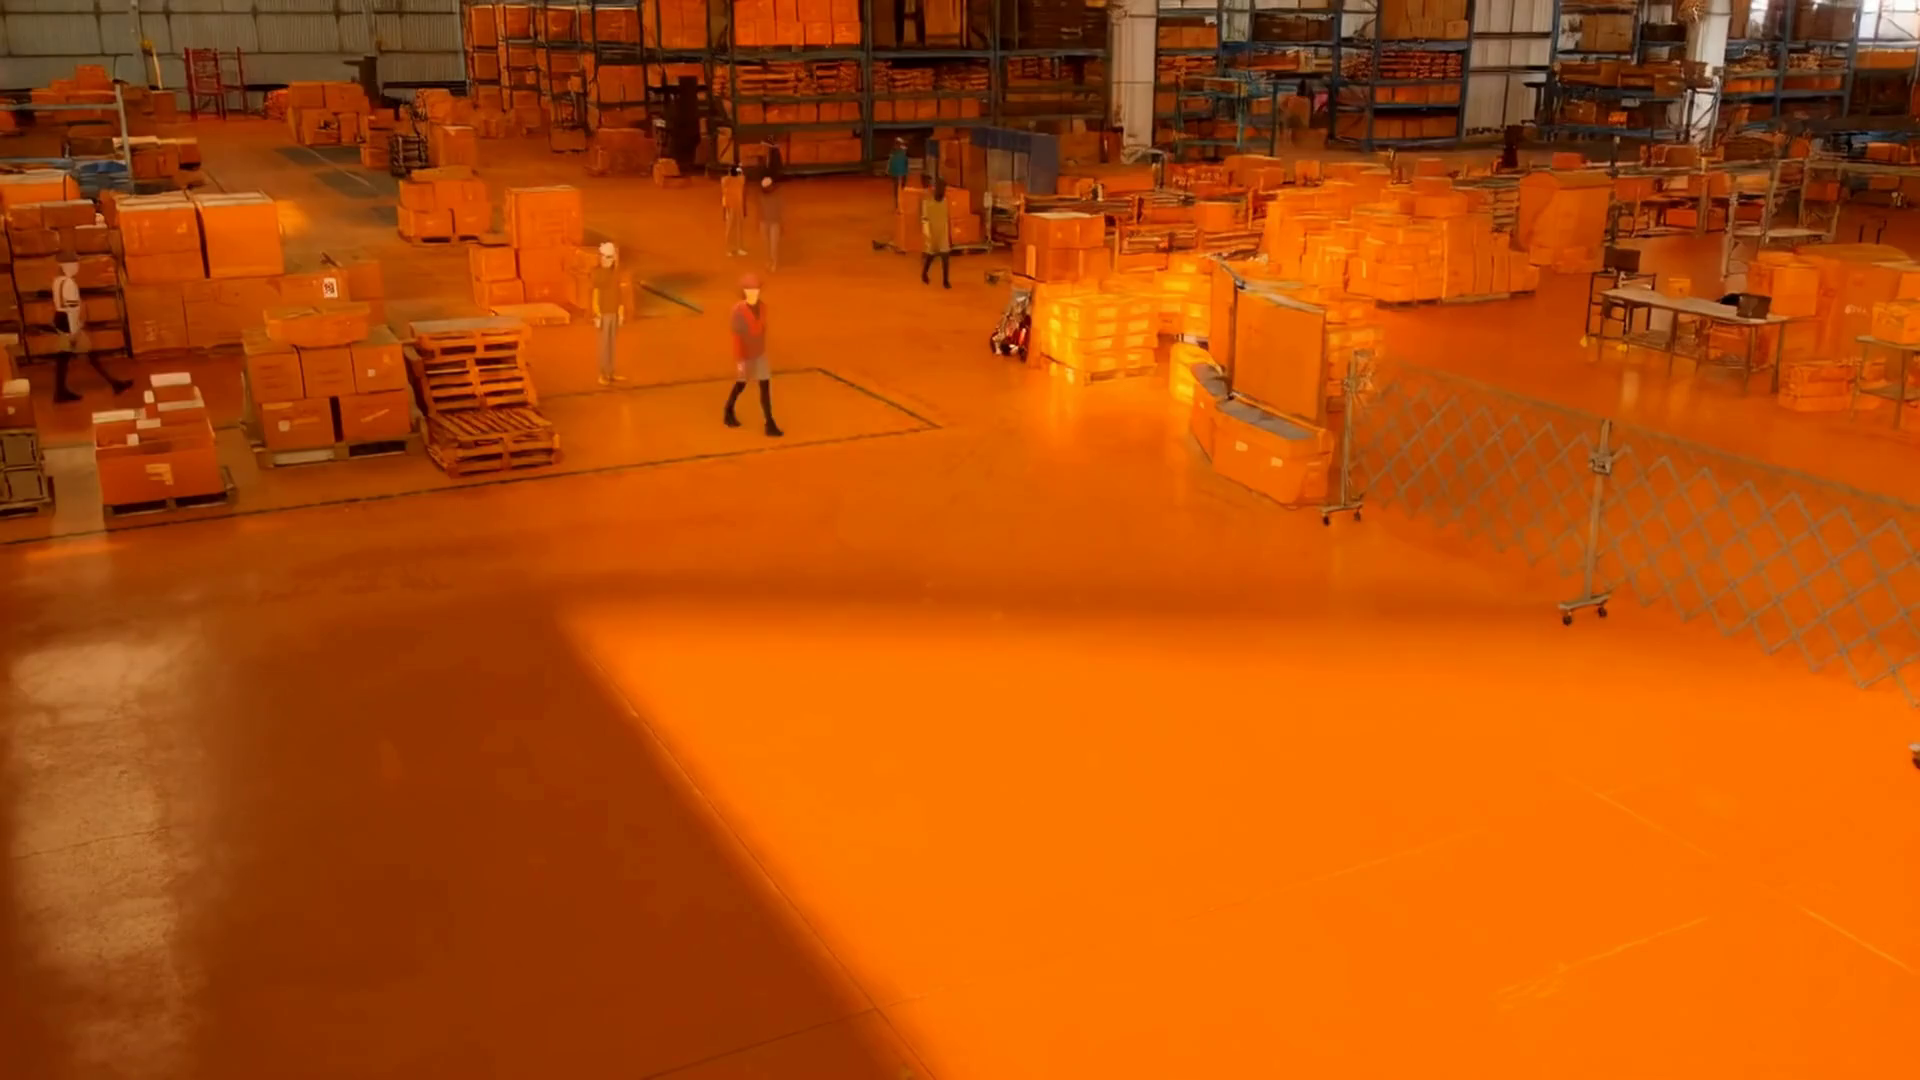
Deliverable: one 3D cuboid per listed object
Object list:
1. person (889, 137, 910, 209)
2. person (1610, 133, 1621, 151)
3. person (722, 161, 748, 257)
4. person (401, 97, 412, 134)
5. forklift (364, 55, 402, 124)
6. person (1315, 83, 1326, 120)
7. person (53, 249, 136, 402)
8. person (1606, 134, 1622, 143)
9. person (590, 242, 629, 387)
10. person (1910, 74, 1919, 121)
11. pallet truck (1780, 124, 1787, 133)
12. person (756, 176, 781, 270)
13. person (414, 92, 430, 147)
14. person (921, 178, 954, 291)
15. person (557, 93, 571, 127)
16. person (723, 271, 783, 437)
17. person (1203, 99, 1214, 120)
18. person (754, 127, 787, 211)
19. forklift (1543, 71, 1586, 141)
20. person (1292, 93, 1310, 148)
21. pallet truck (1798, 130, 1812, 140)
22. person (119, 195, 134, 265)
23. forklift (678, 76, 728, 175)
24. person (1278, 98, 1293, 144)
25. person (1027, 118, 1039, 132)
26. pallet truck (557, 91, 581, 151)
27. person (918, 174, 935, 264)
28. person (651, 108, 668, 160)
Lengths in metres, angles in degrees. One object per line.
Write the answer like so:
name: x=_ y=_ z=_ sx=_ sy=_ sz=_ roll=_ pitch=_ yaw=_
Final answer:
person: x=-1.501 y=-8.926 z=40.505 sx=0.539 sy=1.748 sz=0.534 roll=5 pitch=19 yaw=16
person: x=21.903 y=-13.790 z=55.521 sx=0.600 sy=1.827 sz=0.404 roll=-3 pitch=18 yaw=-9
person: x=-4.444 y=-6.549 z=32.892 sx=0.514 sy=1.865 sz=0.329 roll=-9 pitch=20 yaw=-25
person: x=-19.989 y=-15.159 z=60.112 sx=0.315 sy=1.629 sz=0.509 roll=-10 pitch=20 yaw=-29
forklift: x=-24.456 y=-18.761 z=69.323 sx=1.873 sy=2.768 sz=1.129 roll=-9 pitch=20 yaw=-26
person: x=14.585 y=-17.533 z=67.201 sx=0.429 sy=1.815 sz=0.601 roll=-6 pitch=19 yaw=-17
person: x=-10.990 y=-2.697 z=20.833 sx=0.962 sy=1.888 sz=0.573 roll=-14 pitch=22 yaw=-37
person: x=22.950 y=-14.540 z=58.140 sx=0.853 sy=1.655 sz=0.536 roll=-11 pitch=21 yaw=-30
person: x=-4.562 y=-2.938 z=21.641 sx=0.327 sy=1.862 sz=0.519 roll=9 pitch=20 yaw=26
person: x=41.386 y=-19.121 z=71.873 sx=0.609 sy=1.995 sz=0.376 roll=6 pitch=19 yaw=18
pallet truck: x=25.206 y=-12.542 z=52.601 sx=1.601 sy=1.201 sz=0.680 roll=0 pitch=18 yaw=-2
person: x=-3.574 y=-5.922 z=31.122 sx=0.531 sy=1.754 sz=0.385 roll=4 pitch=18 yaw=12
person: x=-18.913 y=-14.775 z=58.470 sx=0.593 sy=1.909 sz=0.384 roll=11 pitch=21 yaw=30
person: x=-0.413 y=-5.356 z=29.055 sx=0.616 sy=1.940 sz=0.822 roll=-7 pitch=19 yaw=-21
person: x=-14.540 y=-15.494 z=60.920 sx=0.690 sy=1.776 sz=0.935 roll=8 pitch=19 yaw=22
person: x=-2.460 y=-2.175 z=19.222 sx=0.559 sy=1.894 sz=0.985 roll=-17 pitch=24 yaw=-42
person: x=9.113 y=-15.399 z=60.444 sx=0.664 sy=1.883 sz=0.669 roll=11 pitch=21 yaw=30
person: x=-4.641 y=-9.005 z=40.263 sx=0.914 sy=2.000 sz=0.684 roll=6 pitch=19 yaw=19
forklift: x=18.685 y=-13.231 z=52.085 sx=1.873 sy=2.768 sz=1.129 roll=-9 pitch=20 yaw=-26
person: x=12.013 y=-14.672 z=58.158 sx=0.518 sy=1.895 sz=0.663 roll=-7 pitch=19 yaw=-20
pallet truck: x=25.526 y=-11.556 z=49.408 sx=1.630 sy=1.274 sz=0.653 roll=-9 pitch=20 yaw=-26
person: x=-13.099 y=-4.558 z=26.597 sx=0.597 sy=1.916 sz=0.370 roll=-1 pitch=18 yaw=-3
forklift: x=-7.912 y=-12.203 z=48.878 sx=1.873 sy=2.768 sz=1.129 roll=-9 pitch=20 yaw=-26
person: x=11.754 y=-15.142 z=60.093 sx=0.502 sy=1.613 sz=0.509 roll=-11 pitch=21 yaw=-31
person: x=1.873 y=-10.189 z=44.109 sx=0.699 sy=1.954 sz=0.688 roll=-3 pitch=18 yaw=-9
pallet truck: x=-13.495 y=-14.412 z=57.188 sx=0.823 sy=1.965 sz=1.885 roll=-3 pitch=18 yaw=-9
person: x=-0.649 y=-6.170 z=31.977 sx=0.318 sy=1.697 sz=0.535 roll=5 pitch=18 yaw=14
person: x=-8.928 y=-11.928 z=49.629 sx=0.354 sy=1.883 sz=0.573 roll=14 pitch=23 yaw=38
